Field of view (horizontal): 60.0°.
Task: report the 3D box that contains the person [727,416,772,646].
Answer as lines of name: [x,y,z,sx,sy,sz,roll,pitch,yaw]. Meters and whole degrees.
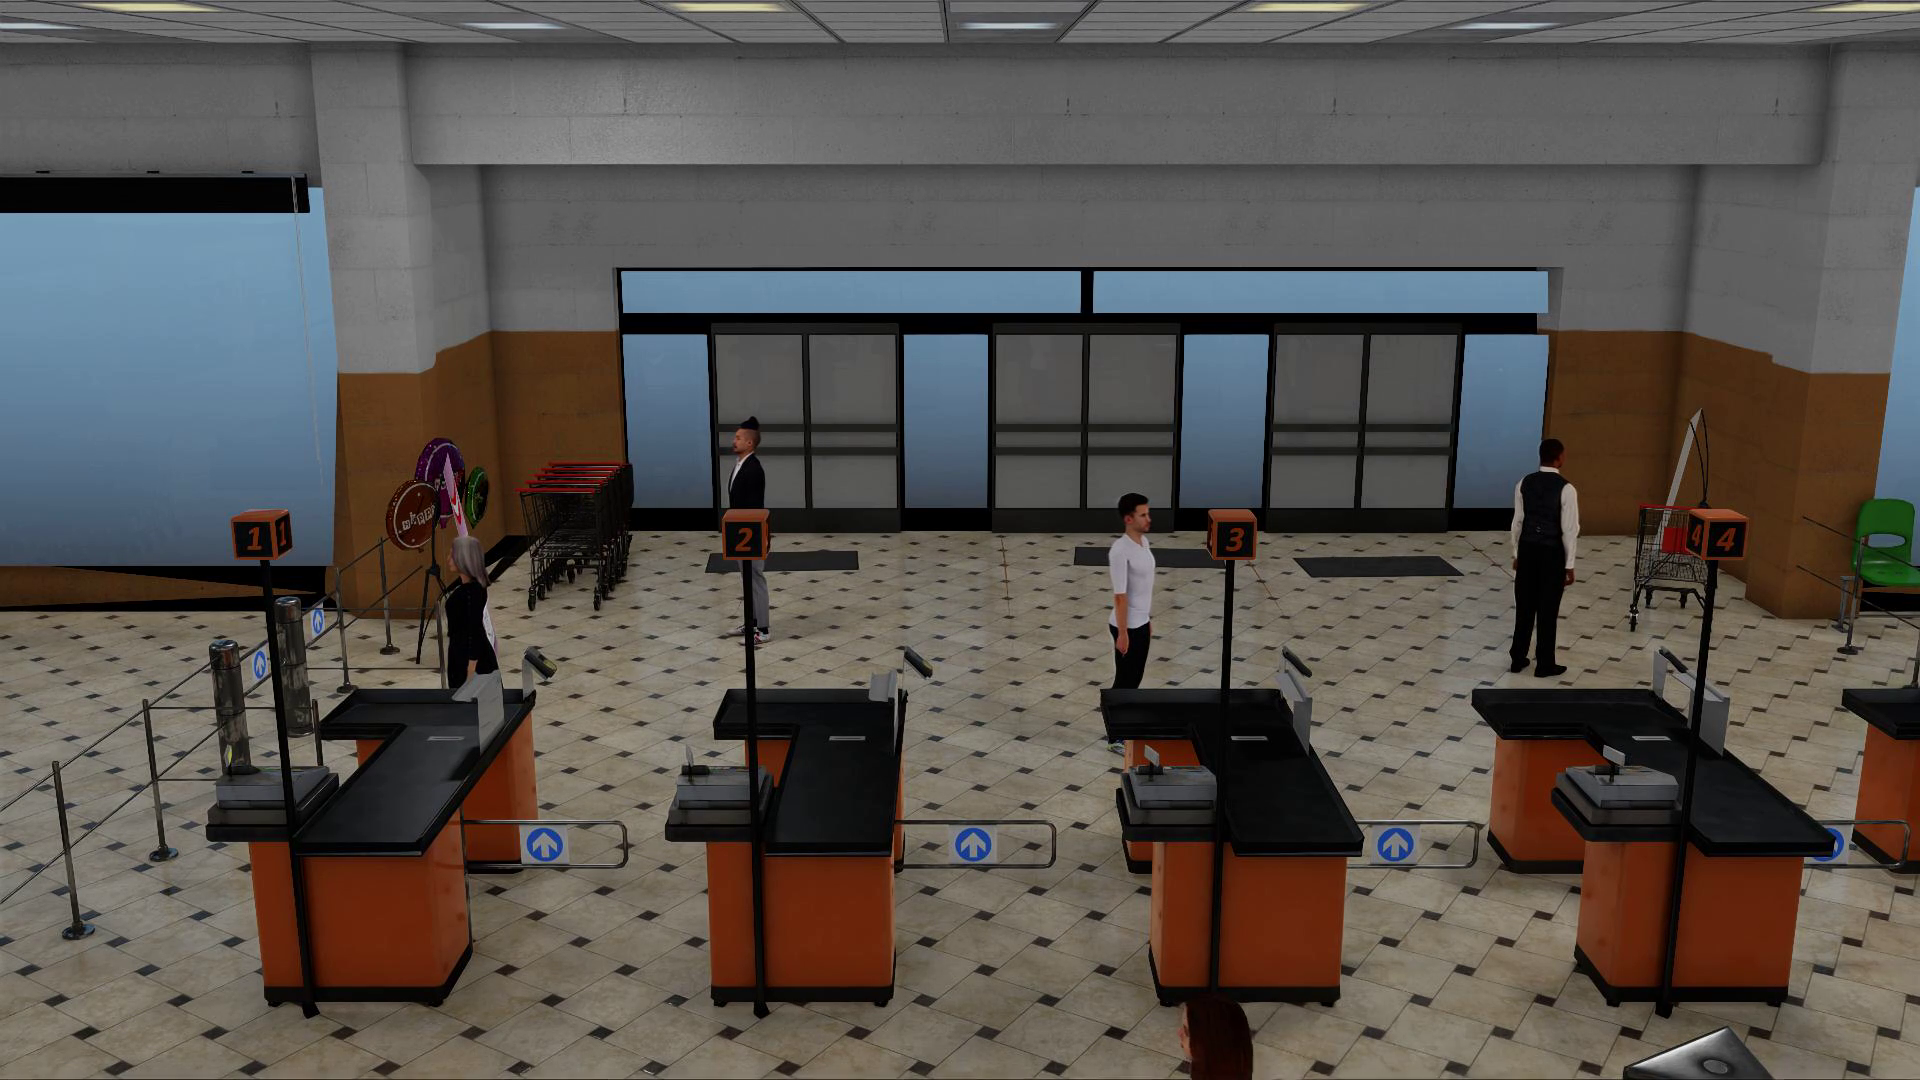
person: [-1.785,-0.090,14.177,0.846,1.949,0.688,-6,15,-22]

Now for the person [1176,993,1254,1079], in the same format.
person: [0.846,2.203,5.206,0.750,1.721,0.659,5,14,18]

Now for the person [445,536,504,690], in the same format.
person: [-3.185,0.819,10.858,0.744,1.747,0.628,-6,15,-22]

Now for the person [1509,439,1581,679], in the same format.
person: [4.661,0.133,13.322,0.830,1.919,0.765,-13,19,-42]

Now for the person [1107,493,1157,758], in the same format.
person: [1.196,0.575,11.644,0.812,1.851,0.665,7,15,26]
